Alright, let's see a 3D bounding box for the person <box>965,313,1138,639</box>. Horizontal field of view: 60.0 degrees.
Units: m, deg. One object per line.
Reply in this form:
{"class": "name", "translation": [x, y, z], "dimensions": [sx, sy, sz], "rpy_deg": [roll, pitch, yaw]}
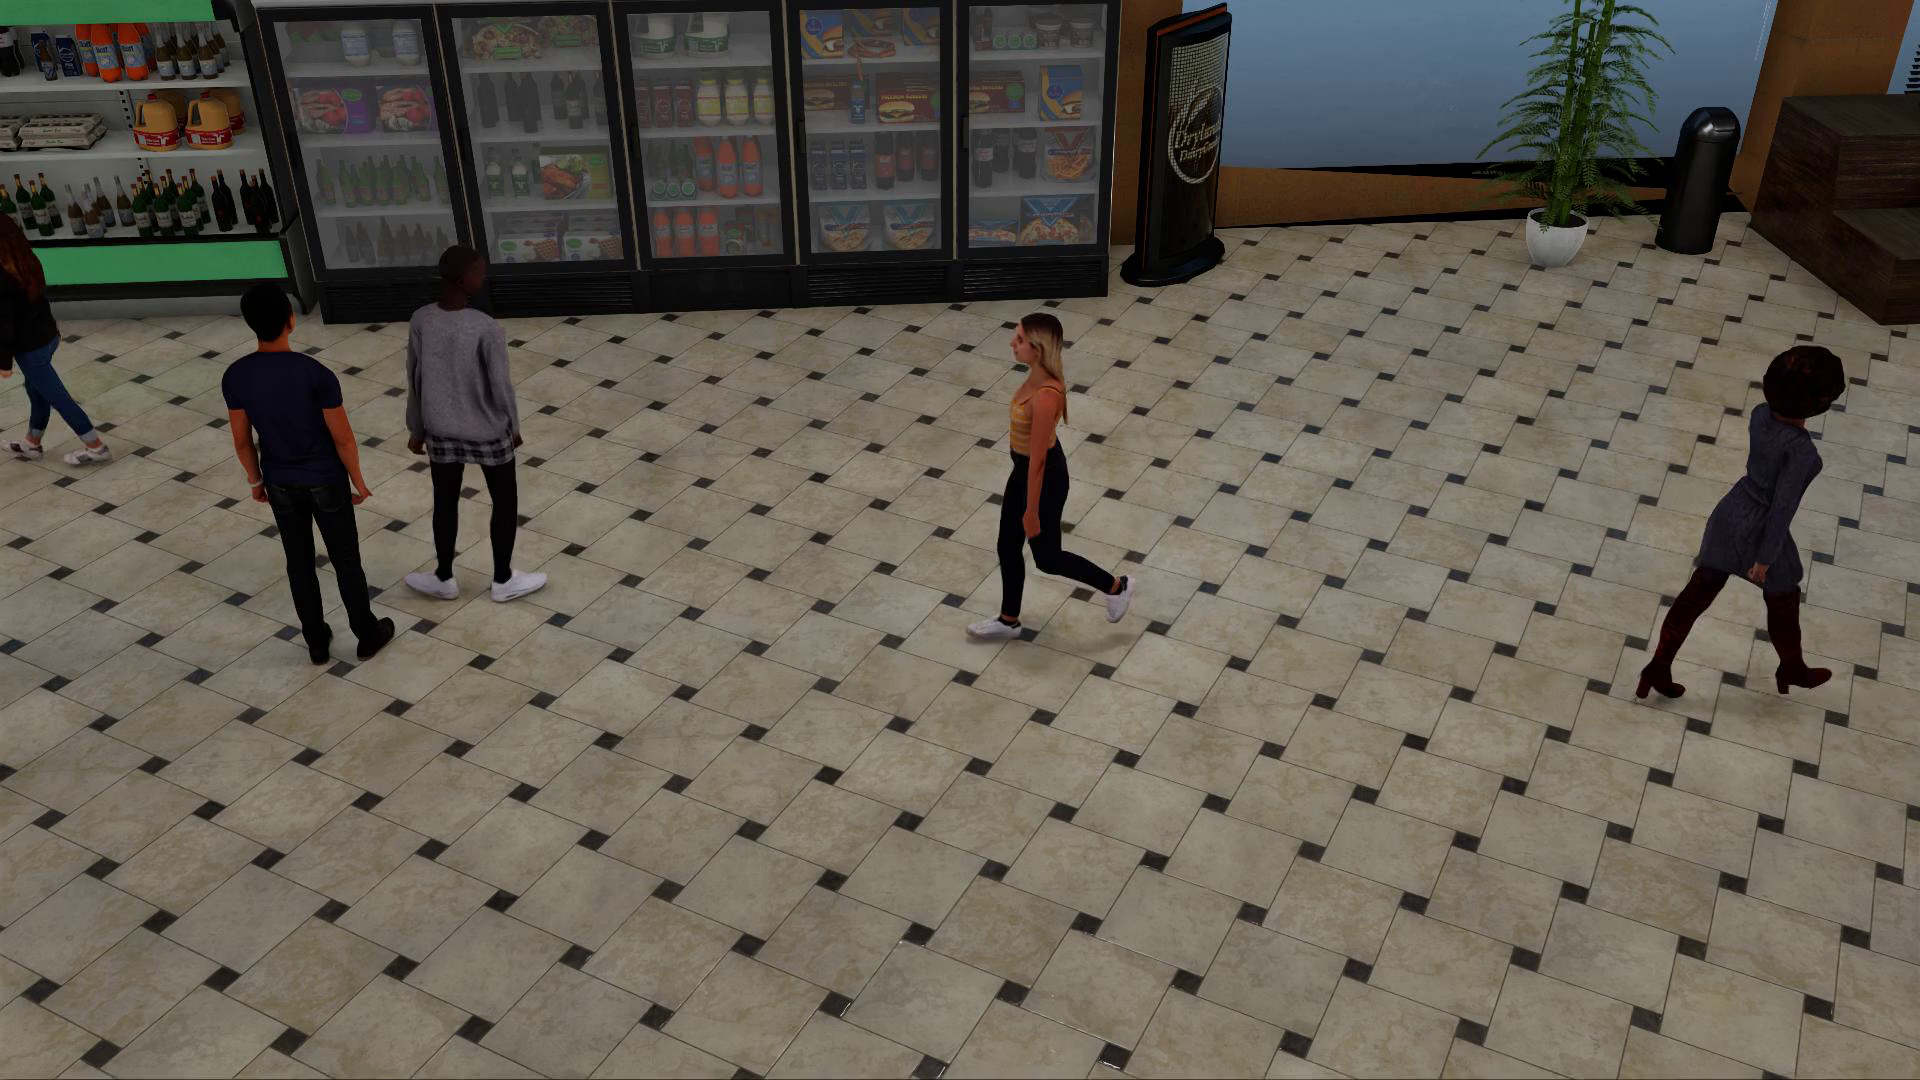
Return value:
{"class": "person", "translation": [0.418, -0.226, 7.320], "dimensions": [0.993, 1.611, 0.584], "rpy_deg": [-1, 32, -2]}

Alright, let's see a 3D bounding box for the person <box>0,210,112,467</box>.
{"class": "person", "translation": [-4.834, -1.040, 8.772], "dimensions": [0.826, 1.459, 0.606], "rpy_deg": [-4, 32, -6]}

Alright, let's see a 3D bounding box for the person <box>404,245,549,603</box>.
{"class": "person", "translation": [-2.321, -0.487, 7.604], "dimensions": [0.621, 1.755, 0.934], "rpy_deg": [0, 32, 0]}

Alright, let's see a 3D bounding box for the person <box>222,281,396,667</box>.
{"class": "person", "translation": [-2.843, -0.257, 7.201], "dimensions": [0.444, 1.790, 0.706], "rpy_deg": [-3, 32, -5]}

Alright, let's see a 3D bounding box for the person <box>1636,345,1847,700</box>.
{"class": "person", "translation": [3.190, 0.001, 6.896], "dimensions": [1.058, 1.674, 0.644], "rpy_deg": [-6, 32, -9]}
